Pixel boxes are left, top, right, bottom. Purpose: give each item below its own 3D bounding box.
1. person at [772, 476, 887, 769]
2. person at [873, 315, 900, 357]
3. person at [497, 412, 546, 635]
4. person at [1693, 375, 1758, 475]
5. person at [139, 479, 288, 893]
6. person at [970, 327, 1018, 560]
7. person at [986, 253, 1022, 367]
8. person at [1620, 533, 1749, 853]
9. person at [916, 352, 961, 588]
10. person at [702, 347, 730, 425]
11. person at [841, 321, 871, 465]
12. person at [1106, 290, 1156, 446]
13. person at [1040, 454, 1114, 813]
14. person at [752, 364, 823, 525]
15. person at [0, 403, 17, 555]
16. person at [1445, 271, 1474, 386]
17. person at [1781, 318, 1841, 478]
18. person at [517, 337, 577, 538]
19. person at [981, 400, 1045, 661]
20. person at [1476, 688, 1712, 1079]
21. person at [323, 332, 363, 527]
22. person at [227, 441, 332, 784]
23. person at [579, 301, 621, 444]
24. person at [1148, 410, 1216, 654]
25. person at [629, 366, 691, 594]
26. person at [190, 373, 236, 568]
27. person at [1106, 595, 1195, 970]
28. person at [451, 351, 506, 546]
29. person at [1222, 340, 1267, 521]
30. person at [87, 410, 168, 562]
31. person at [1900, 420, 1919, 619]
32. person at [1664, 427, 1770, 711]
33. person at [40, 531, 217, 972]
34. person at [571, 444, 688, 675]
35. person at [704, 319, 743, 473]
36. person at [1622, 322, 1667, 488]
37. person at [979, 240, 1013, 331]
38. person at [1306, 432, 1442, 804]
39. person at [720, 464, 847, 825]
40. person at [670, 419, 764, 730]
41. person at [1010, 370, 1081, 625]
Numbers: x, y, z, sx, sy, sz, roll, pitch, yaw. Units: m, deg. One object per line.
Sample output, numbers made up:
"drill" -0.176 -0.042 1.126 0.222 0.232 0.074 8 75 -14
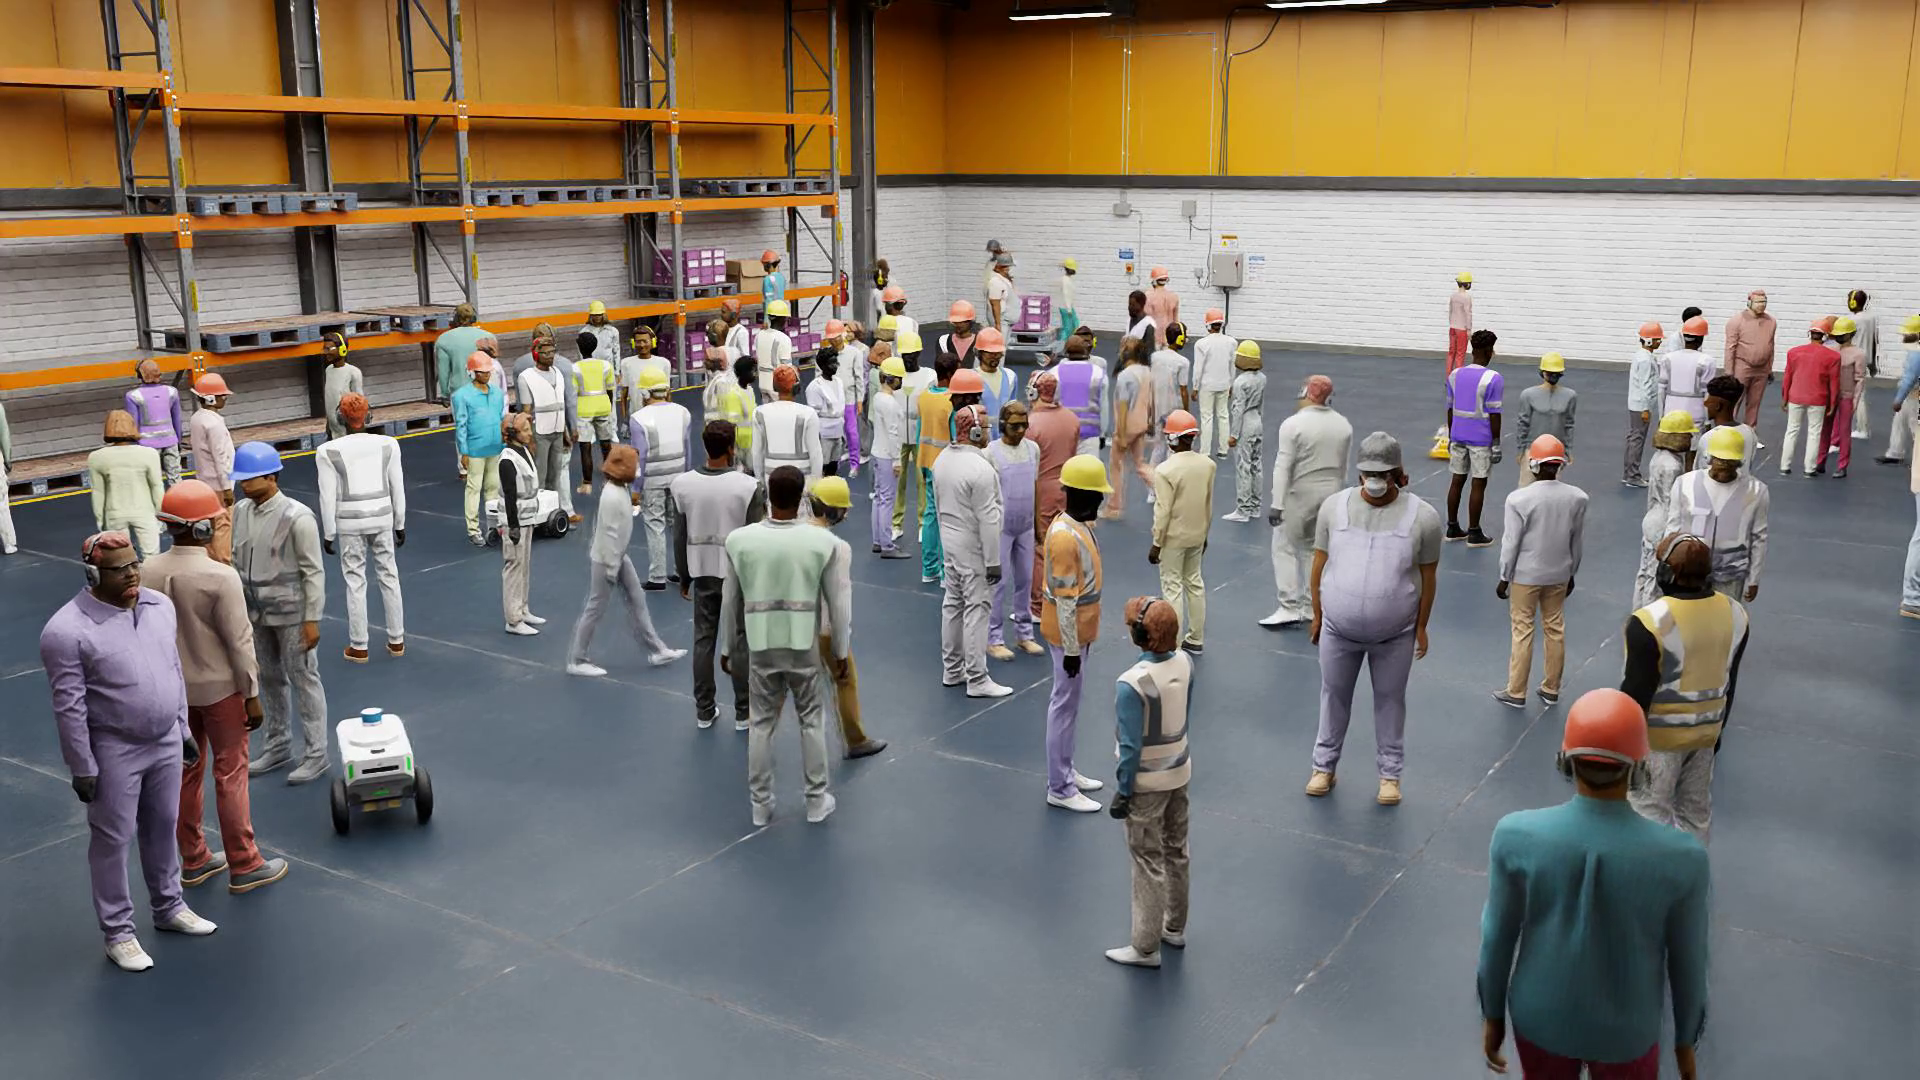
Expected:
"person" -0.833 0.488 9.459 0.552 1.692 0.813 9 15 33
"person" -0.823 -1.659 18.690 0.323 1.730 0.490 -2 13 -9
"person" -3.242 -0.127 12.238 0.310 1.638 0.523 -1 13 -2
"person" 5.359 -0.190 11.791 0.614 1.963 0.362 -10 16 -38
"person" -3.568 0.698 7.881 0.612 1.995 0.382 4 14 18
"person" 0.257 -0.805 14.291 0.615 2.042 0.374 -8 15 -32
"person" 0.677 -3.397 25.542 0.536 2.000 0.683 3 13 12
"person" 3.167 0.873 7.455 0.619 1.845 0.430 -5 14 -20
"person" -0.136 -0.569 13.543 0.376 1.917 0.600 -9 16 -35
"person" -2.369 -1.082 16.369 0.310 1.643 0.523 -4 13 -15
"person" -1.206 -1.685 18.995 0.514 1.641 0.309 13 18 43
"person" 2.127 -2.092 20.243 0.684 1.904 0.600 -4 13 -15
"person" 0.622 0.488 8.941 0.374 1.925 0.585 2 13 7
"person" -1.336 -0.431 13.023 0.573 1.883 0.355 4 14 16
"person" -8.542 -0.649 14.499 0.513 1.641 0.307 -10 16 -36
"person" 7.602 -3.187 25.235 0.309 1.769 0.524 -4 14 -17
"person" 9.307 -1.553 18.203 0.574 1.740 0.349 10 16 37
"person" -3.840 -0.960 15.397 0.387 1.846 0.566 6 14 24
"person" 0.354 -0.068 11.563 0.515 1.835 0.354 -9 16 -34
"person" 1.817 1.405 4.842 0.629 1.981 0.649 7 15 27
"person" -5.768 -1.010 15.564 0.520 1.871 0.328 8 15 32
"person" -3.811 0.402 9.269 0.615 1.943 0.409 6 14 25
"person" -4.396 -2.048 20.340 0.493 1.743 0.295 -3 13 -14
"person" 1.520 -0.036 11.591 0.574 1.749 0.337 -11 17 -40
"person" -2.419 -0.483 13.357 0.403 1.831 0.595 11 17 39
"person" -6.026 -0.484 13.532 0.332 1.750 0.573 -11 17 -39
"person" 0.828 1.041 7.167 0.315 1.641 0.515 10 17 38
"person" -4.308 -0.837 15.065 0.326 1.752 0.560 8 15 31
"person" 2.749 -1.051 16.015 0.289 1.746 0.485 11 17 39
"person" -6.188 -0.157 12.407 0.504 1.628 0.278 -3 13 -14
"person" 7.416 -0.394 12.617 0.381 1.994 0.622 8 15 32
"person" 4.748 0.183 10.494 0.596 1.825 0.403 6 14 25
"person" -3.584 0.894 7.225 0.407 1.908 0.641 5 14 20
"person" -2.261 0.141 11.203 0.834 1.581 0.512 0 13 -1
"person" -2.431 -1.336 17.026 0.344 1.847 0.506 6 14 24
"person" 7.275 -1.441 17.685 0.325 1.752 0.559 3 13 14
"person" 0.673 -4.521 30.417 1.013 2.000 0.689 -13 18 -43
"person" 2.206 0.424 8.968 0.672 2.000 0.536 5 14 20
"person" -0.928 0.562 8.675 0.676 1.907 0.410 0 13 -2
"person" -1.447 0.219 10.124 0.596 1.918 0.384 3 13 13
"person" 0.608 -0.320 12.486 0.405 1.911 0.636 12 17 41
